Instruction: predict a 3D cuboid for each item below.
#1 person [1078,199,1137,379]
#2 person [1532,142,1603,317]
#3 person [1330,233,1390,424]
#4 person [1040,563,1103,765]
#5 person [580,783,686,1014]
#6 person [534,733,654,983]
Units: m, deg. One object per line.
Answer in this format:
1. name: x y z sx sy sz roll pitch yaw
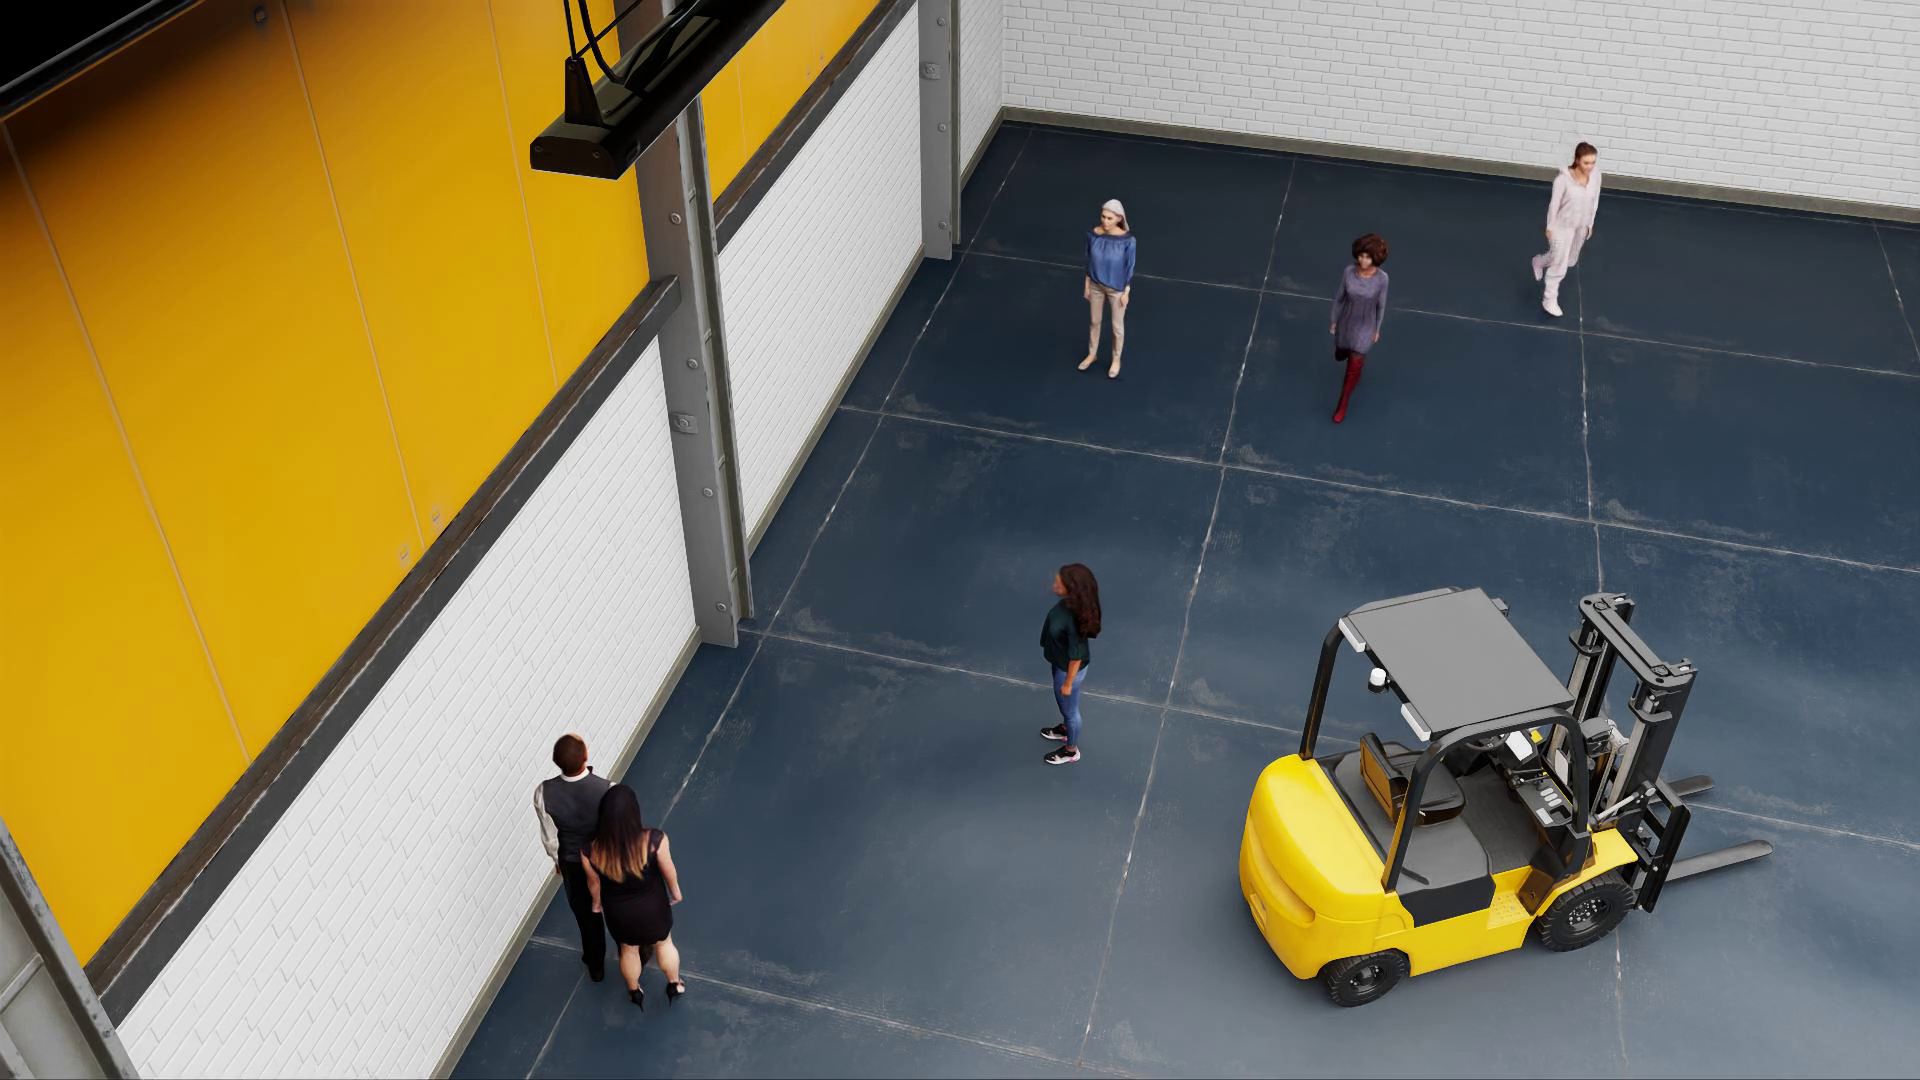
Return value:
1. person: 1.309 -2.226 14.649 0.651 1.697 0.615 16 41 19
2. person: 5.675 -2.980 15.619 0.926 1.665 1.064 -10 40 -12
3. person: 3.408 -1.849 14.182 0.747 1.691 1.046 20 43 23
4. person: 0.718 0.803 10.921 0.729 1.616 0.623 -1 39 -1
5. person: -1.814 2.027 9.308 0.753 1.716 0.749 -6 39 -8
6. person: -2.074 1.810 9.418 0.749 1.917 0.685 -1 39 -1
